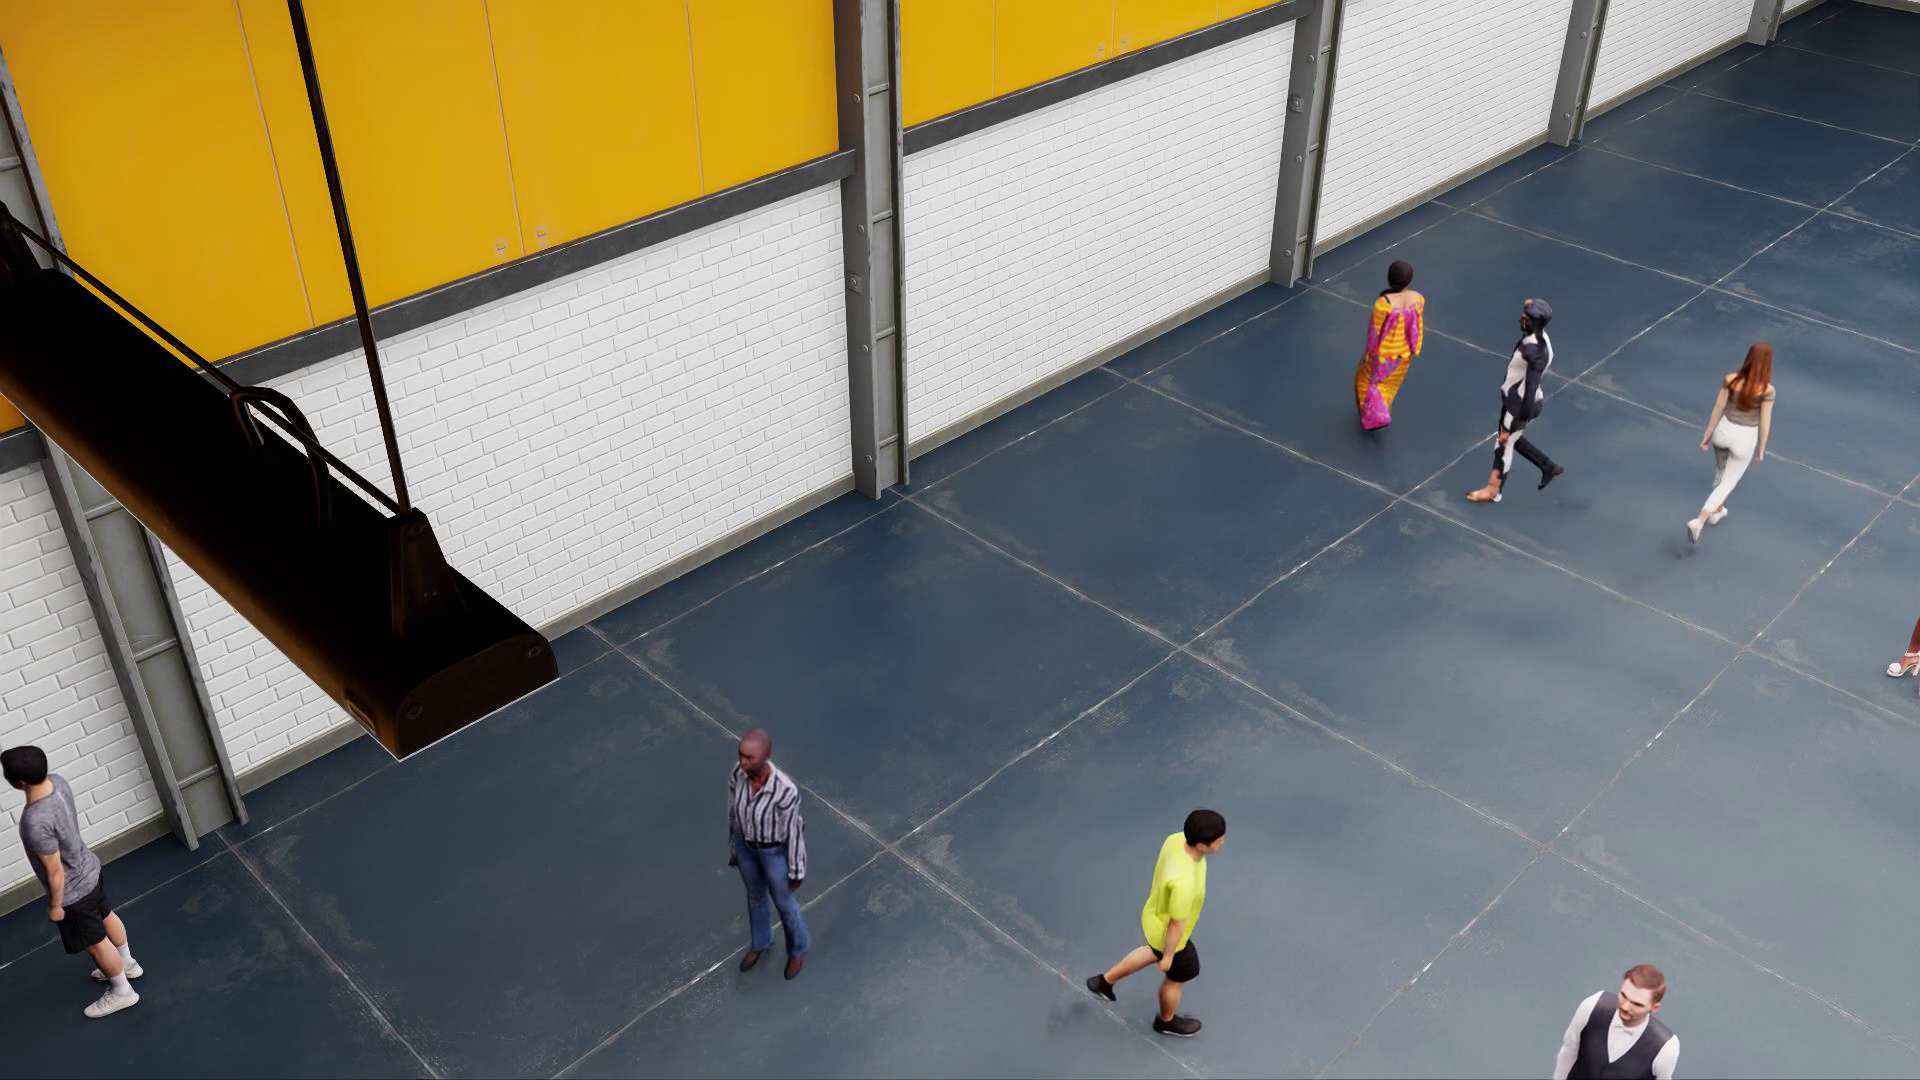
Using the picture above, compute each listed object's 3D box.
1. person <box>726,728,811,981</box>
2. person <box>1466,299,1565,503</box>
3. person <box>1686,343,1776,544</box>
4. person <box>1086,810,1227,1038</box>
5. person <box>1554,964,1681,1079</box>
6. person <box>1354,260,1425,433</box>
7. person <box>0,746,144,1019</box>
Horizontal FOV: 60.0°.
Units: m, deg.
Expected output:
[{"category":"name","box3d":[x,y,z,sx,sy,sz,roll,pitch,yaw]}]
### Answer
[{"category":"person","box3d":[-1.088,1.771,9.436,0.700,1.793,0.655,18,37,25]},{"category":"person","box3d":[4.700,-1.098,13.679,1.065,1.873,1.066,6,34,9]},{"category":"person","box3d":[6.150,-0.744,13.307,1.063,1.696,0.616,-28,43,-35]},{"category":"person","box3d":[1.075,2.083,9.067,1.002,1.680,0.937,-3,34,-4]},{"category":"person","box3d":[3.052,2.703,7.904,0.648,1.937,0.556,28,43,35]},{"category":"person","box3d":[3.822,-1.708,14.767,0.918,1.685,0.935,-10,35,-15]},{"category":"person","box3d":[-4.909,1.867,9.220,0.745,1.873,0.742,-7,34,-11]}]
